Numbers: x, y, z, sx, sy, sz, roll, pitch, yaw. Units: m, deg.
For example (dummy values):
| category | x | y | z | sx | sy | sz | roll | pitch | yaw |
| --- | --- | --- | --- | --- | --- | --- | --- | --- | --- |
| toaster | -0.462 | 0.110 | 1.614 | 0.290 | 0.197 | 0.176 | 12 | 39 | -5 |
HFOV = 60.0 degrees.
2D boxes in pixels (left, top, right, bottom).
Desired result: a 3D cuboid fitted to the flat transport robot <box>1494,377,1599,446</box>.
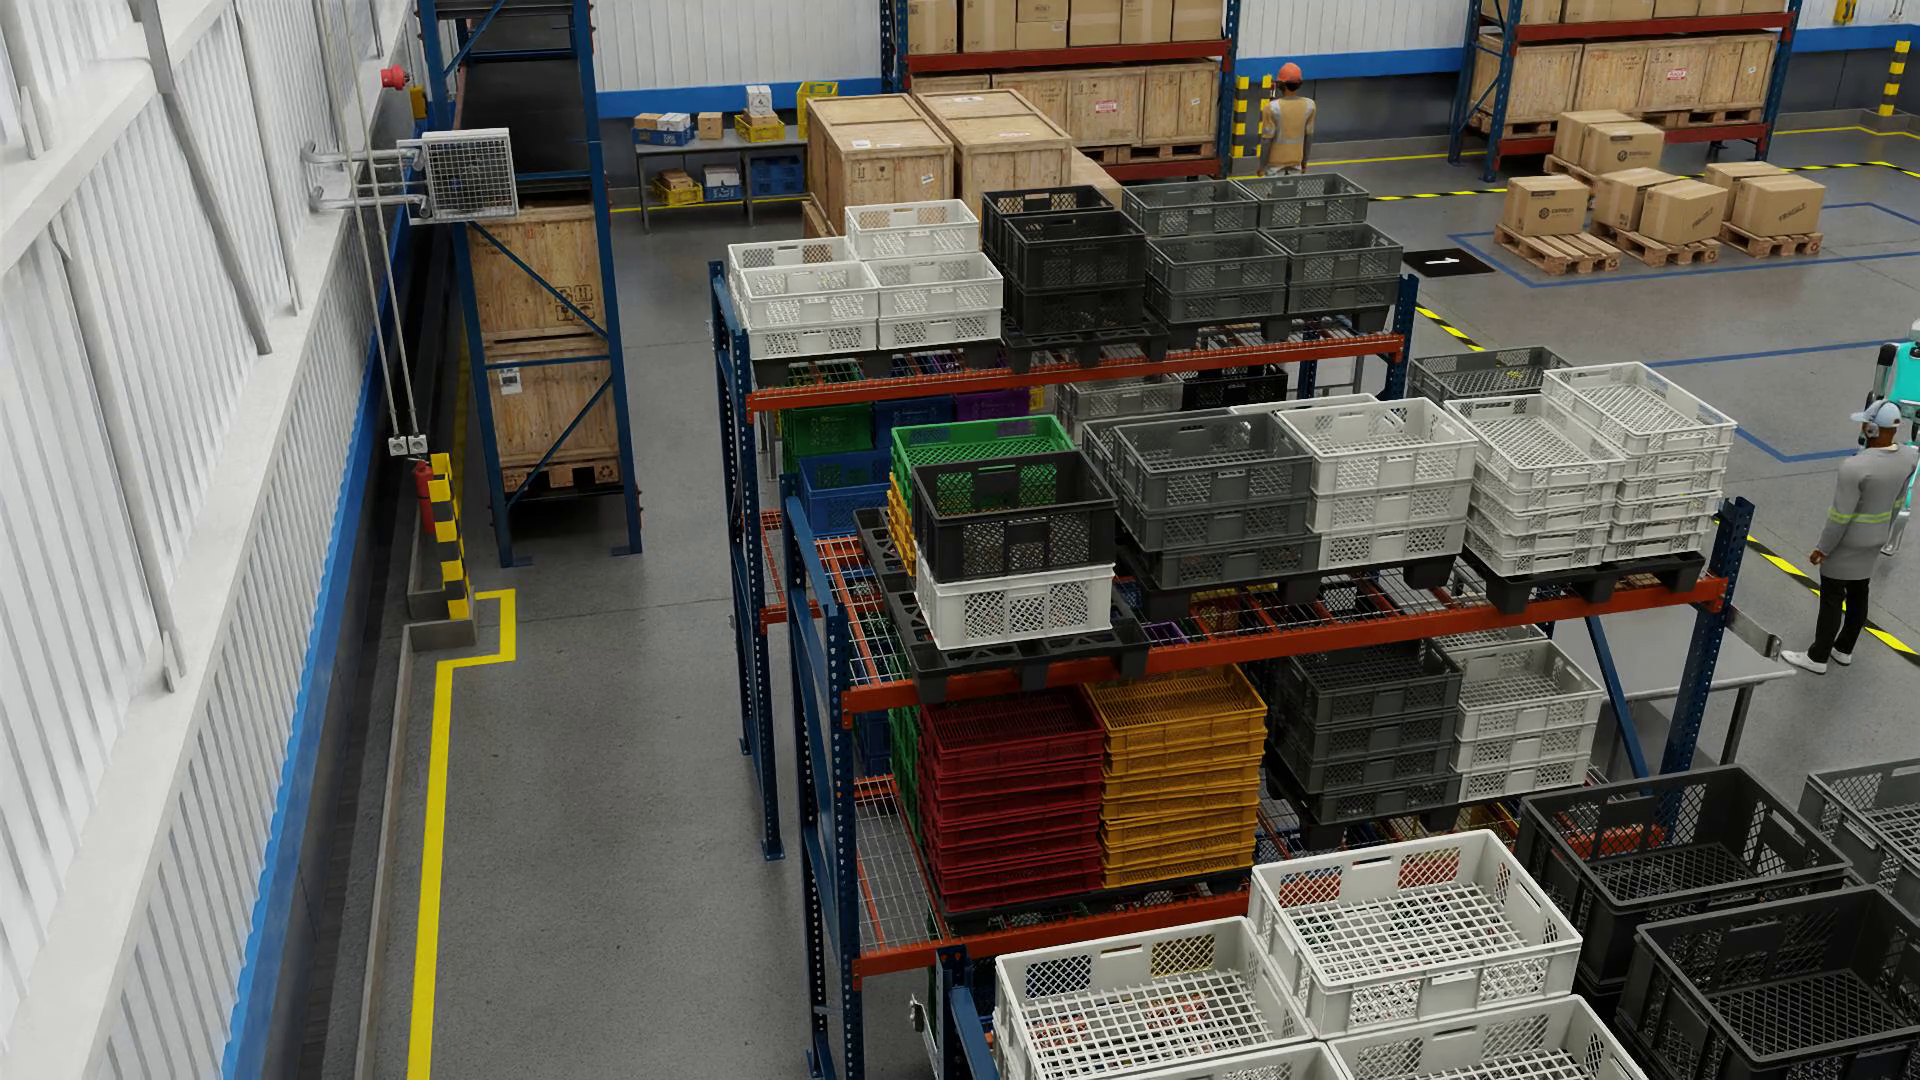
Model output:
| category | x | y | z | sx | sy | sz | roll | pitch | yaw |
| --- | --- | --- | --- | --- | --- | --- | --- | --- | --- |
| flat transport robot | 4.780 | -1.036 | 14.013 | 0.659 | 0.231 | 1.431 | -6 | 28 | -12 |

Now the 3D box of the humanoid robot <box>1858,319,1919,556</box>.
| category | x | y | z | sx | sy | sz | roll | pitch | yaw |
| --- | --- | --- | --- | --- | --- | --- | --- | --- | --- |
| humanoid robot | 6.532 | -0.648 | 11.556 | 0.533 | 1.677 | 0.735 | 14 | 31 | 24 |

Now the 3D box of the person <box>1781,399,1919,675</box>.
| category | x | y | z | sx | sy | sz | roll | pitch | yaw |
| --- | --- | --- | --- | --- | --- | --- | --- | --- | --- |
| person | 5.568 | -0.022 | 10.391 | 0.588 | 1.851 | 0.386 | -12 | 30 | -21 |

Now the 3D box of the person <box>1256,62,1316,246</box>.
| category | x | y | z | sx | sy | sz | roll | pitch | yaw |
| --- | --- | --- | --- | --- | --- | --- | --- | --- | --- |
| person | 3.487 | -4.107 | 17.934 | 0.606 | 2.047 | 0.365 | -8 | 29 | -15 |

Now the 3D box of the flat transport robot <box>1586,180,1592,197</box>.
| category | x | y | z | sx | sy | sz | roll | pitch | yaw |
| --- | --- | --- | --- | --- | --- | --- | --- | --- | --- |
| flat transport robot | 7.710 | -4.202 | 19.989 | 1.431 | 0.197 | 0.652 | -6 | 28 | -12 |
